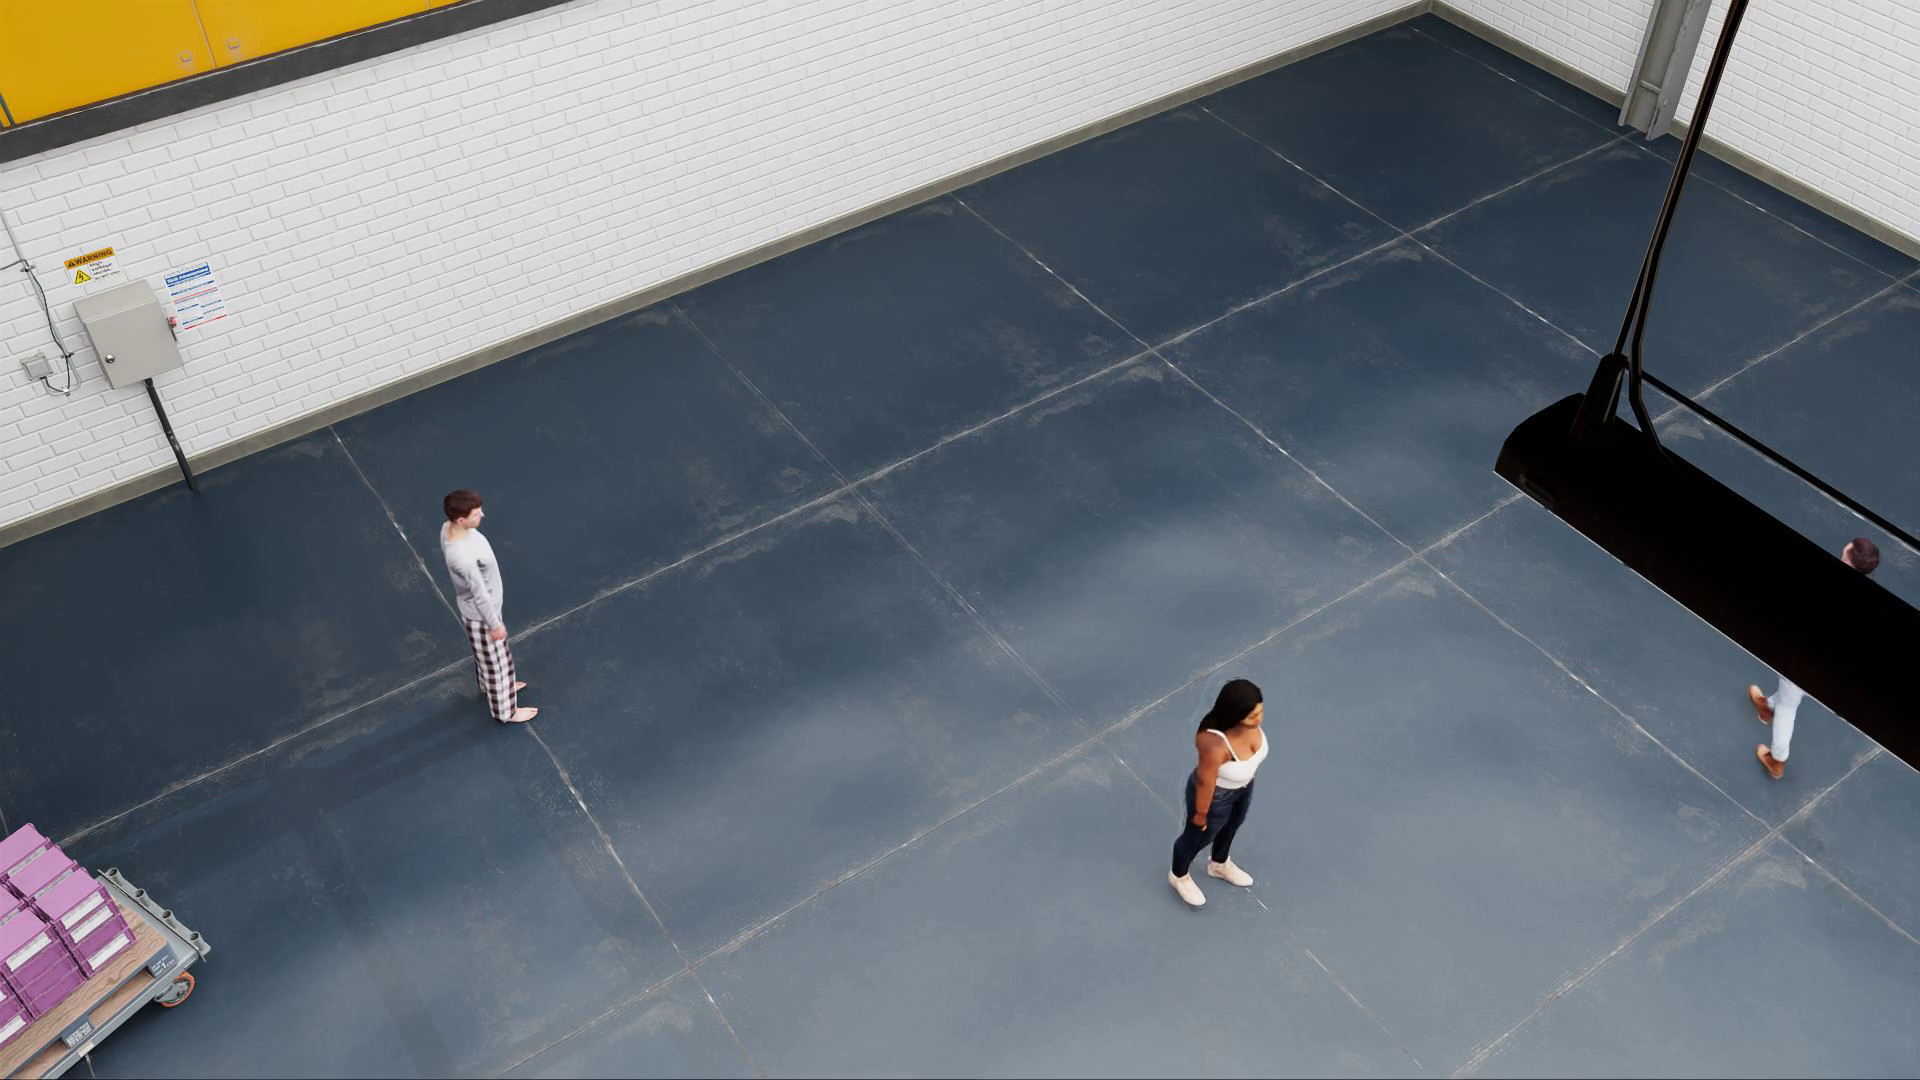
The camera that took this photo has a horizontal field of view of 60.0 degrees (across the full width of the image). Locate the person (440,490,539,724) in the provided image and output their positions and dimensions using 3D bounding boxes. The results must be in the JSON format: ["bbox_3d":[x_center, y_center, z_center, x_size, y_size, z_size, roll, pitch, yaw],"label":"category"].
[{"bbox_3d":[-3.004,0.417,10.403,0.729,1.845,0.551,-16,46,-16],"label":"person"}]

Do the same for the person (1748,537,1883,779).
[{"bbox_3d":[5.192,0.756,10.071,0.973,1.812,1.097,-1,44,-1],"label":"person"}]

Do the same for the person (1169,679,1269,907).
[{"bbox_3d":[1.436,1.379,9.420,0.750,1.808,0.732,32,52,29],"label":"person"}]
